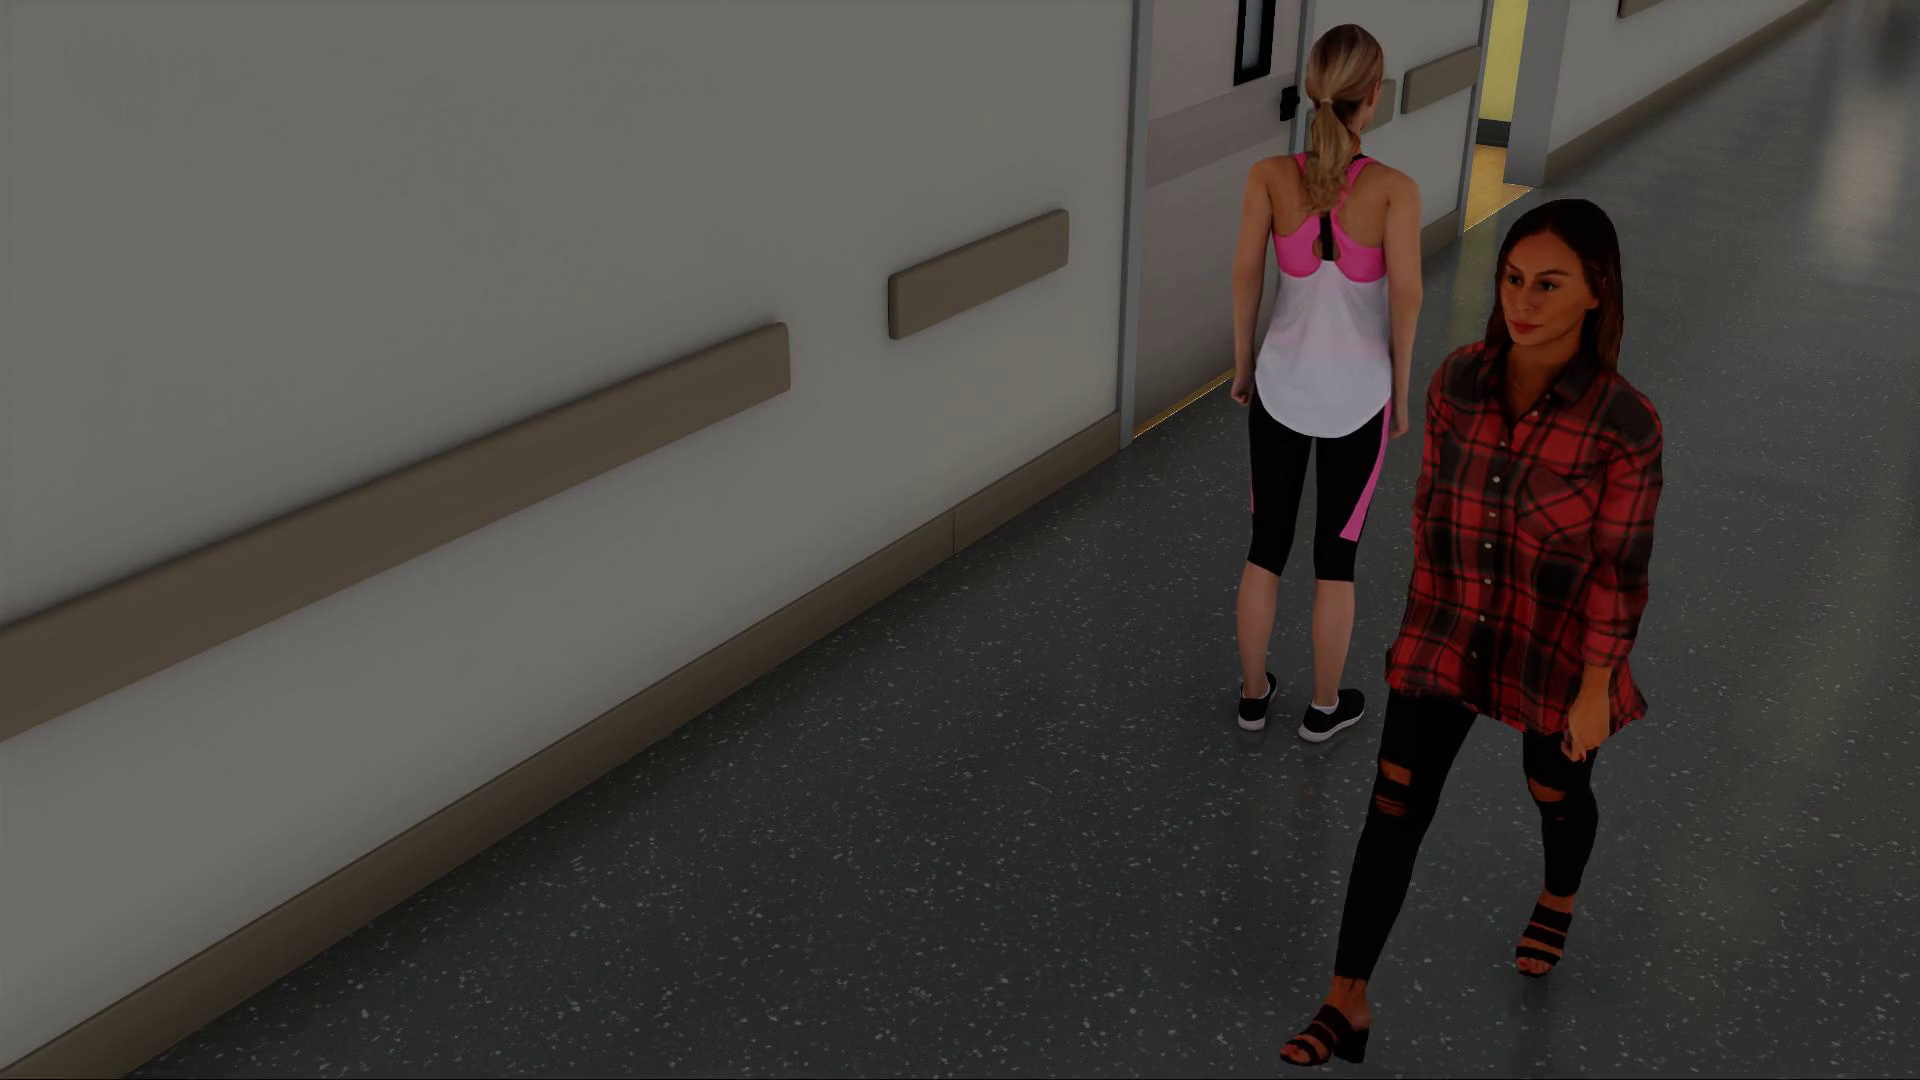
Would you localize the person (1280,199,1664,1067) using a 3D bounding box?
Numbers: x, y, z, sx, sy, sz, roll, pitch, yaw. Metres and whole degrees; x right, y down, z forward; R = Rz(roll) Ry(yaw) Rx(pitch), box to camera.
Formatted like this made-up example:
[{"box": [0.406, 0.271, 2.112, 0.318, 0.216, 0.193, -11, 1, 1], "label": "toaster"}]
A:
[{"box": [1.073, 0.203, 3.117, 1.077, 1.647, 0.798, 23, 34, 39], "label": "person"}]

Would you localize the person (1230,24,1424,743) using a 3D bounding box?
[{"box": [0.870, -0.331, 4.063, 0.487, 1.787, 0.688, 13, 29, 25], "label": "person"}]
